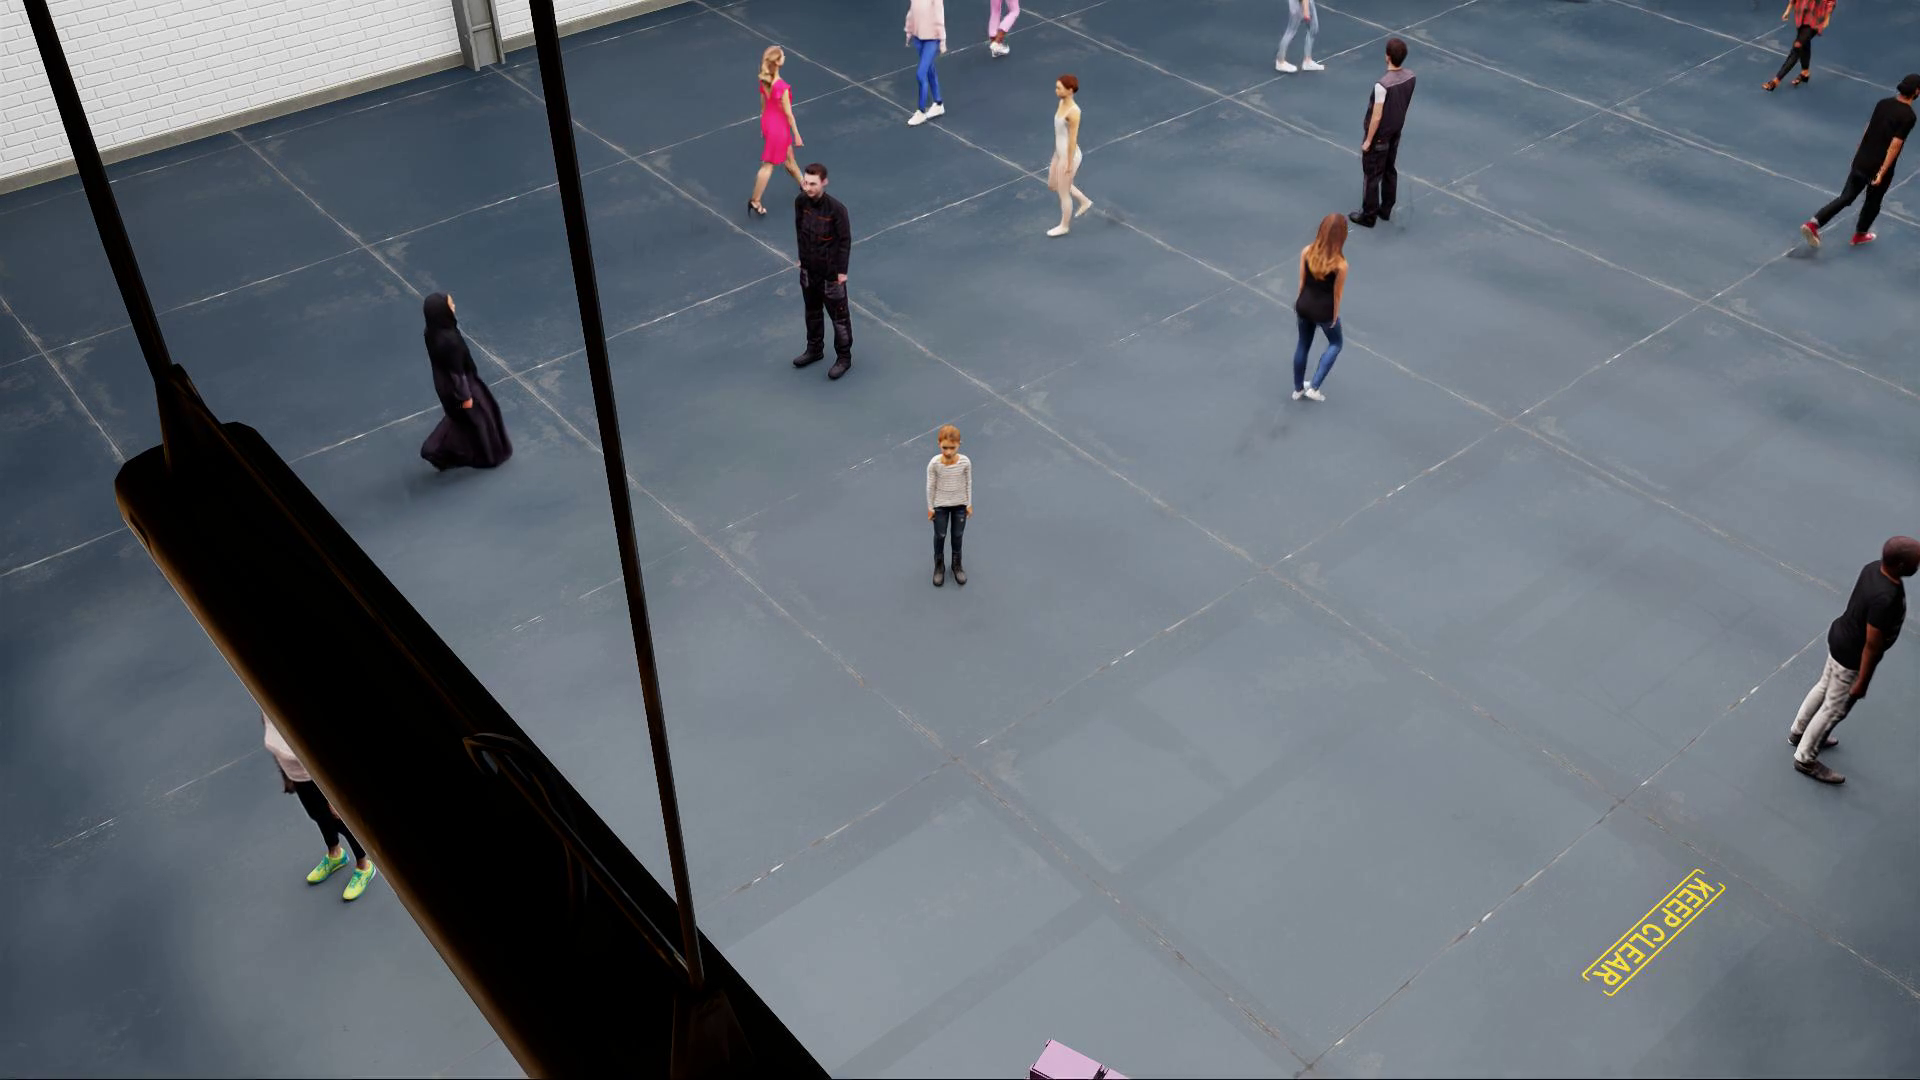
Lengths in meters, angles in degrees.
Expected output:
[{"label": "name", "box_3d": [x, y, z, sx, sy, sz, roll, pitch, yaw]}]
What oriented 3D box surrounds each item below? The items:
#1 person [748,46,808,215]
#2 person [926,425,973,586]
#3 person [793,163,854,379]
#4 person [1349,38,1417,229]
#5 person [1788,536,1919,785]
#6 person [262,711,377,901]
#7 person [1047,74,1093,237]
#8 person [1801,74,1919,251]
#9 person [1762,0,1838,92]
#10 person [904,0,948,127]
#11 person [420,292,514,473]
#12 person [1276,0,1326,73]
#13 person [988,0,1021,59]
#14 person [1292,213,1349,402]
[{"label": "person", "box_3d": [-1.864, -3.932, 16.176, 1.070, 1.678, 0.669, -22, 43, -25]}, {"label": "person", "box_3d": [-0.073, -0.257, 11.864, 0.544, 1.316, 0.621, -6, 39, -7]}, {"label": "person", "box_3d": [-1.156, -2.272, 13.910, 0.755, 1.912, 0.699, 22, 44, 25]}, {"label": "person", "box_3d": [4.096, -3.920, 16.024, 0.520, 1.848, 0.727, -25, 45, -28]}, {"label": "person", "box_3d": [5.524, 0.698, 10.277, 0.826, 1.804, 0.718, 11, 40, 13]}, {"label": "person", "box_3d": [-3.680, 1.367, 9.522, 0.665, 1.701, 0.647, 20, 43, 23]}, {"label": "person", "box_3d": [1.100, -3.677, 15.894, 0.815, 1.631, 0.707, -11, 40, -13]}, {"label": "person", "box_3d": [8.477, -3.479, 15.583, 1.203, 1.710, 0.909, -12, 40, -15]}, {"label": "person", "box_3d": [9.564, -5.854, 18.596, 1.084, 1.662, 0.786, -17, 42, -20]}, {"label": "person", "box_3d": [-0.286, -5.398, 17.955, 0.779, 1.749, 0.660, -28, 46, -30]}, {"label": "person", "box_3d": [-3.935, -1.186, 12.801, 0.936, 1.600, 0.642, -24, 44, -27]}, {"label": "person", "box_3d": [3.806, -6.127, 18.919, 0.912, 1.686, 0.873, 12, 40, 15]}, {"label": "person", "box_3d": [0.399, -6.415, 19.239, 0.593, 1.736, 0.601, -26, 45, -29]}, {"label": "person", "box_3d": [2.875, -1.841, 13.530, 0.637, 1.712, 0.684, 26, 45, 29]}]
